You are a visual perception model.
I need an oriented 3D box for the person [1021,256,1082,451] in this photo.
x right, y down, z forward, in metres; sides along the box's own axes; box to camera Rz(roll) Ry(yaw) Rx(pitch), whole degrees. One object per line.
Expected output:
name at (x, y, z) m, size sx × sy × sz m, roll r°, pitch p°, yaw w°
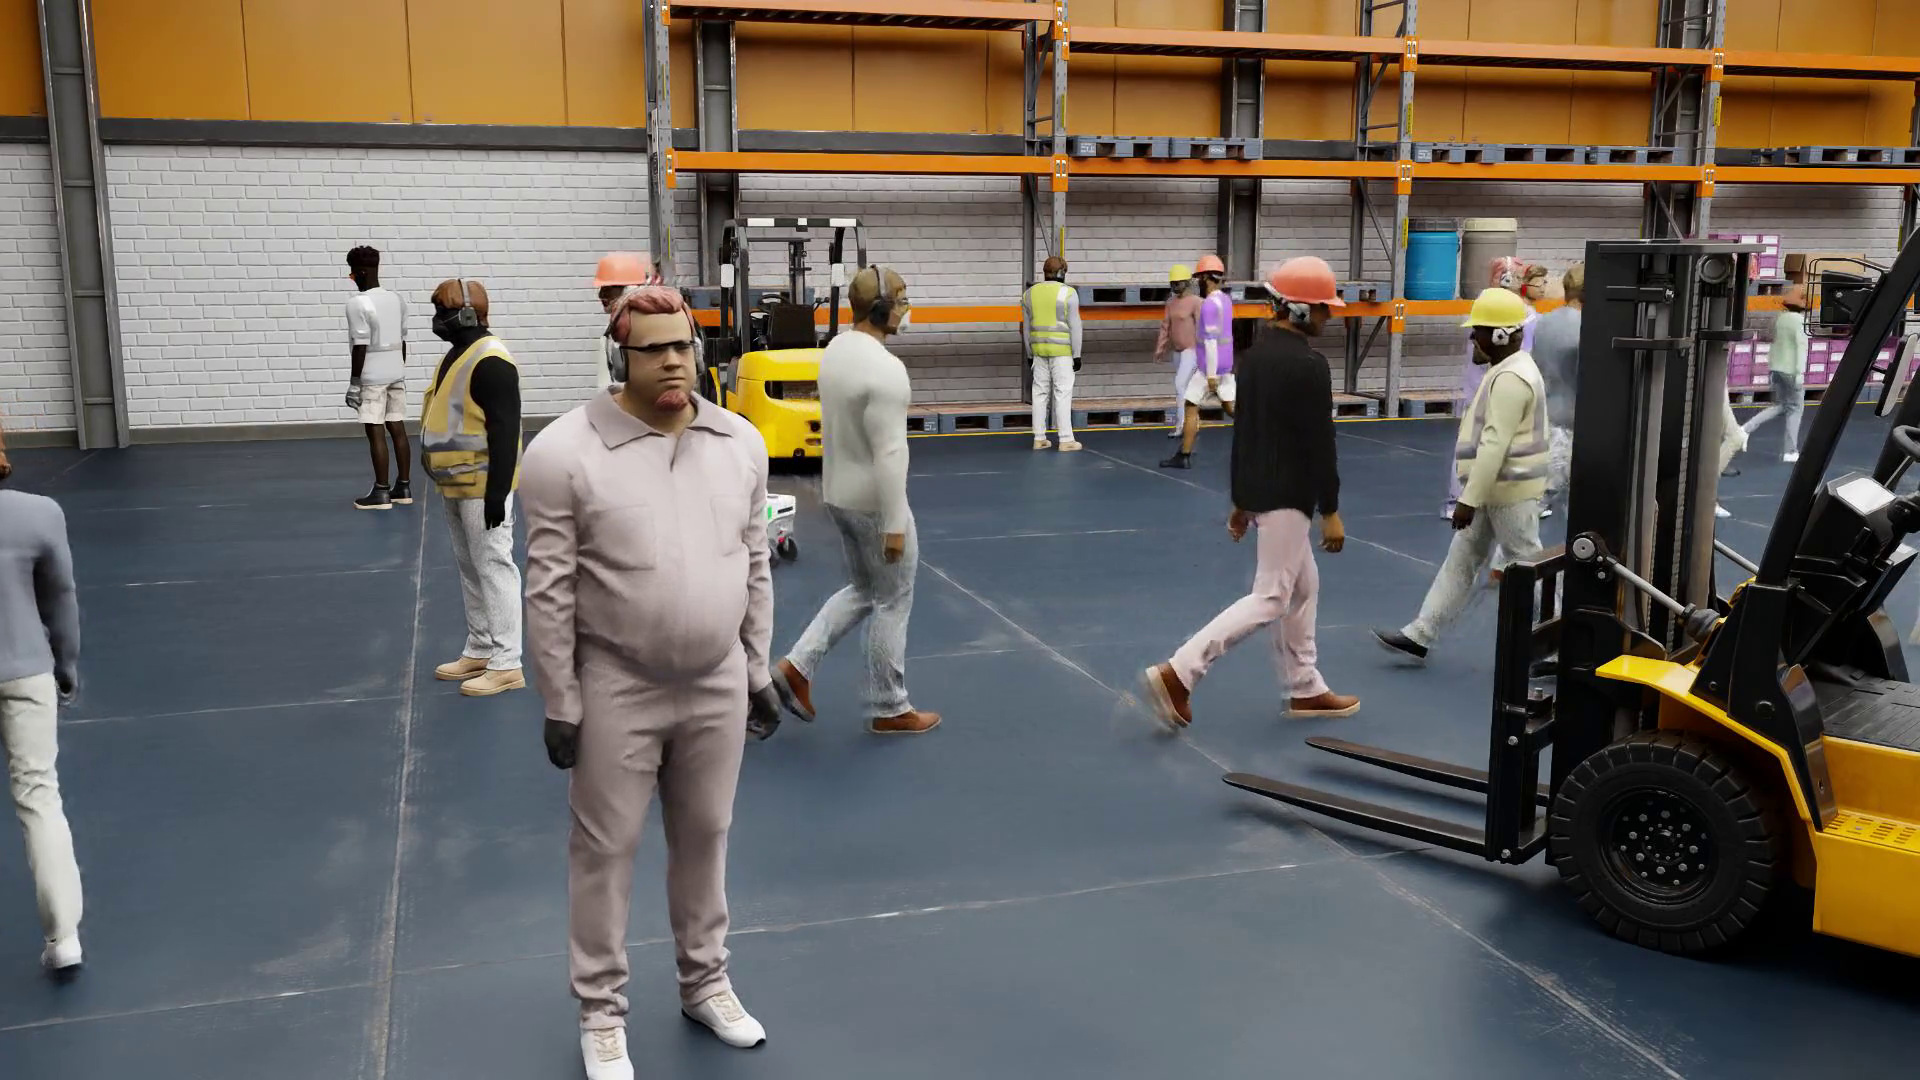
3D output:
person at (0.897, -1.762, 15.798) m, size 0.621 × 1.838 × 0.429 m, roll 7°, pitch 12°, yaw 34°

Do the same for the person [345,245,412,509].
person at (-4.358, -1.210, 12.427) m, size 0.375 × 1.959 × 0.603 m, roll 4°, pitch 11°, yaw 19°

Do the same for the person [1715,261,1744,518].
person at (5.445, -1.072, 11.975) m, size 0.461 × 1.850 × 0.572 m, roll 2°, pitch 10°, yaw 10°

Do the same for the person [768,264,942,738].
person at (-0.409, -0.129, 6.620) m, size 0.623 × 1.919 × 0.640 m, roll -5°, pitch 12°, yaw -26°

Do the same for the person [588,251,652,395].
person at (-1.676, -0.550, 8.833) m, size 0.995 × 1.958 × 0.625 m, roll -8°, pitch 13°, yaw -38°

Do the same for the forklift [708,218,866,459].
forklift at (-1.522, -1.778, 14.899) m, size 1.214 × 2.155 × 2.313 m, roll -3°, pitch 11°, yaw -17°

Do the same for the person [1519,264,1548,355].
person at (4.181, -1.137, 12.397) m, size 0.498 × 1.819 × 0.600 m, roll 6°, pitch 12°, yaw 28°

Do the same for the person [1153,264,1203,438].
person at (2.195, -1.887, 16.726) m, size 0.681 × 1.739 × 0.541 m, roll -6°, pitch 12°, yaw -31°

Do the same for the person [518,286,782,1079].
person at (-0.713, 0.349, 4.027) m, size 0.642 × 1.909 × 0.399 m, roll -7°, pitch 13°, yaw -35°

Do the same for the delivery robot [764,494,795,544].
delivery robot at (-1.388, -0.182, 10.389) m, size 0.707 × 0.478 × 0.477 m, roll 5°, pitch 11°, yaw 25°

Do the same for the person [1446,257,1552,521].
person at (3.841, -1.028, 11.647) m, size 0.825 × 1.873 × 0.678 m, roll 4°, pitch 11°, yaw 23°

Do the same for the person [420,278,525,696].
person at (-2.171, -0.236, 7.412) m, size 0.429 × 1.842 × 0.634 m, roll -7°, pitch 12°, yaw -34°

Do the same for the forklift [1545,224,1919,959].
forklift at (2.909, 0.117, 4.508) m, size 2.313 × 2.155 × 1.214 m, roll 9°, pitch 14°, yaw 40°

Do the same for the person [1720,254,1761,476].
person at (6.261, -1.477, 14.069) m, size 0.814 × 1.892 × 0.594 m, roll 3°, pitch 11°, yaw 14°

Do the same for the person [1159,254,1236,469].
person at (2.265, -1.513, 14.342) m, size 1.002 × 1.896 × 0.542 m, roll 6°, pitch 12°, yaw 29°

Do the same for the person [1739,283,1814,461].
person at (7.396, -1.501, 14.985) m, size 0.586 × 1.617 × 0.506 m, roll 0°, pitch 10°, yaw -1°

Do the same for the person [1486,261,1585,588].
person at (3.528, -0.640, 9.513) m, size 1.040 × 1.880 × 0.655 m, roll -1°, pitch 10°, yaw -4°

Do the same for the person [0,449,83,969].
person at (-2.715, 0.396, 4.645) m, size 0.520 × 1.588 × 0.867 m, roll -9°, pitch 14°, yaw -40°

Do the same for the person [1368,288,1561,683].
person at (2.377, -0.242, 7.569) m, size 0.928 × 1.778 × 0.613 m, roll 3°, pitch 11°, yaw 14°

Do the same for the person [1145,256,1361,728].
person at (1.228, -0.173, 6.774) m, size 0.940 × 1.957 × 0.606 m, roll -3°, pitch 11°, yaw -13°
